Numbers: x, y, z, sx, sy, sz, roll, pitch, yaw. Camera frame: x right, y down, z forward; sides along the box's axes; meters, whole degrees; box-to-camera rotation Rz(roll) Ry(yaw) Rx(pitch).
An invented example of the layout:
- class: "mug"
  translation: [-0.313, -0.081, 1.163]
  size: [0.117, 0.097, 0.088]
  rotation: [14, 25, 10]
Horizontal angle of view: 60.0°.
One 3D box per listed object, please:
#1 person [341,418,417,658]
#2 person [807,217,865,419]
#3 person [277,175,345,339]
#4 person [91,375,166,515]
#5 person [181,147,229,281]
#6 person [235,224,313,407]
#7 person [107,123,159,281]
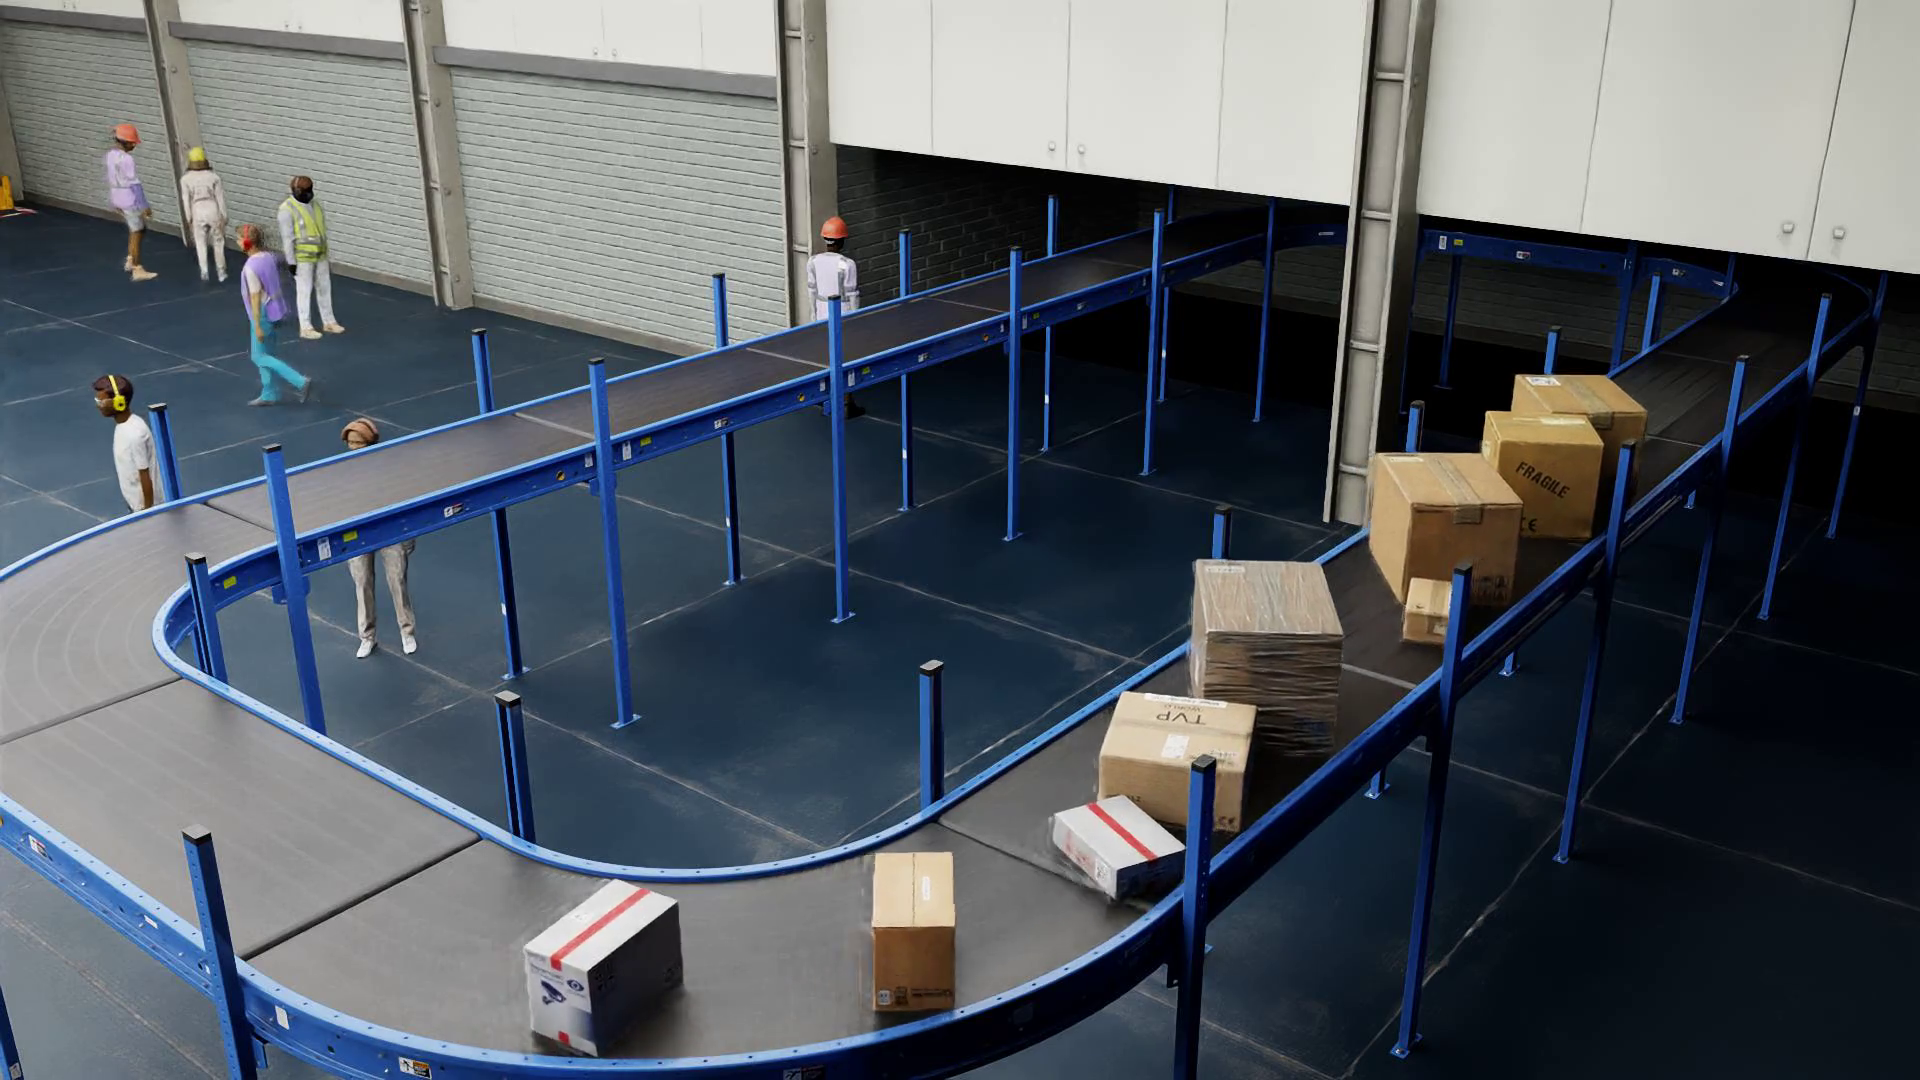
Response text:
- class: "person"
  translation: [-3.863, -0.014, 10.987]
  size: [0.524, 1.637, 0.306]
  rotation: [-4, 22, -11]
- class: "person"
  translation: [-1.180, -2.117, 15.925]
  size: [0.543, 1.939, 0.356]
  rotation: [10, 24, 24]
- class: "person"
  translation: [-7.361, -3.207, 18.840]
  size: [0.430, 1.837, 0.636]
  rotation: [9, 23, 22]
- class: "person"
  translation: [-5.517, -0.213, 11.200]
  size: [0.333, 1.862, 0.529]
  rotation: [-14, 25, -32]
- class: "person"
  translation: [-9.715, -4.185, 21.460]
  size: [0.504, 1.733, 0.415]
  rotation: [-5, 22, -14]
- class: "person"
  translation: [-6.739, -2.164, 16.198]
  size: [0.627, 1.828, 0.564]
  rotation: [-2, 22, -4]
- class: "person"
  translation: [-10.714, -4.368, 21.531]
  size: [0.448, 2.014, 0.660]
  rotation: [-18, 28, -38]
